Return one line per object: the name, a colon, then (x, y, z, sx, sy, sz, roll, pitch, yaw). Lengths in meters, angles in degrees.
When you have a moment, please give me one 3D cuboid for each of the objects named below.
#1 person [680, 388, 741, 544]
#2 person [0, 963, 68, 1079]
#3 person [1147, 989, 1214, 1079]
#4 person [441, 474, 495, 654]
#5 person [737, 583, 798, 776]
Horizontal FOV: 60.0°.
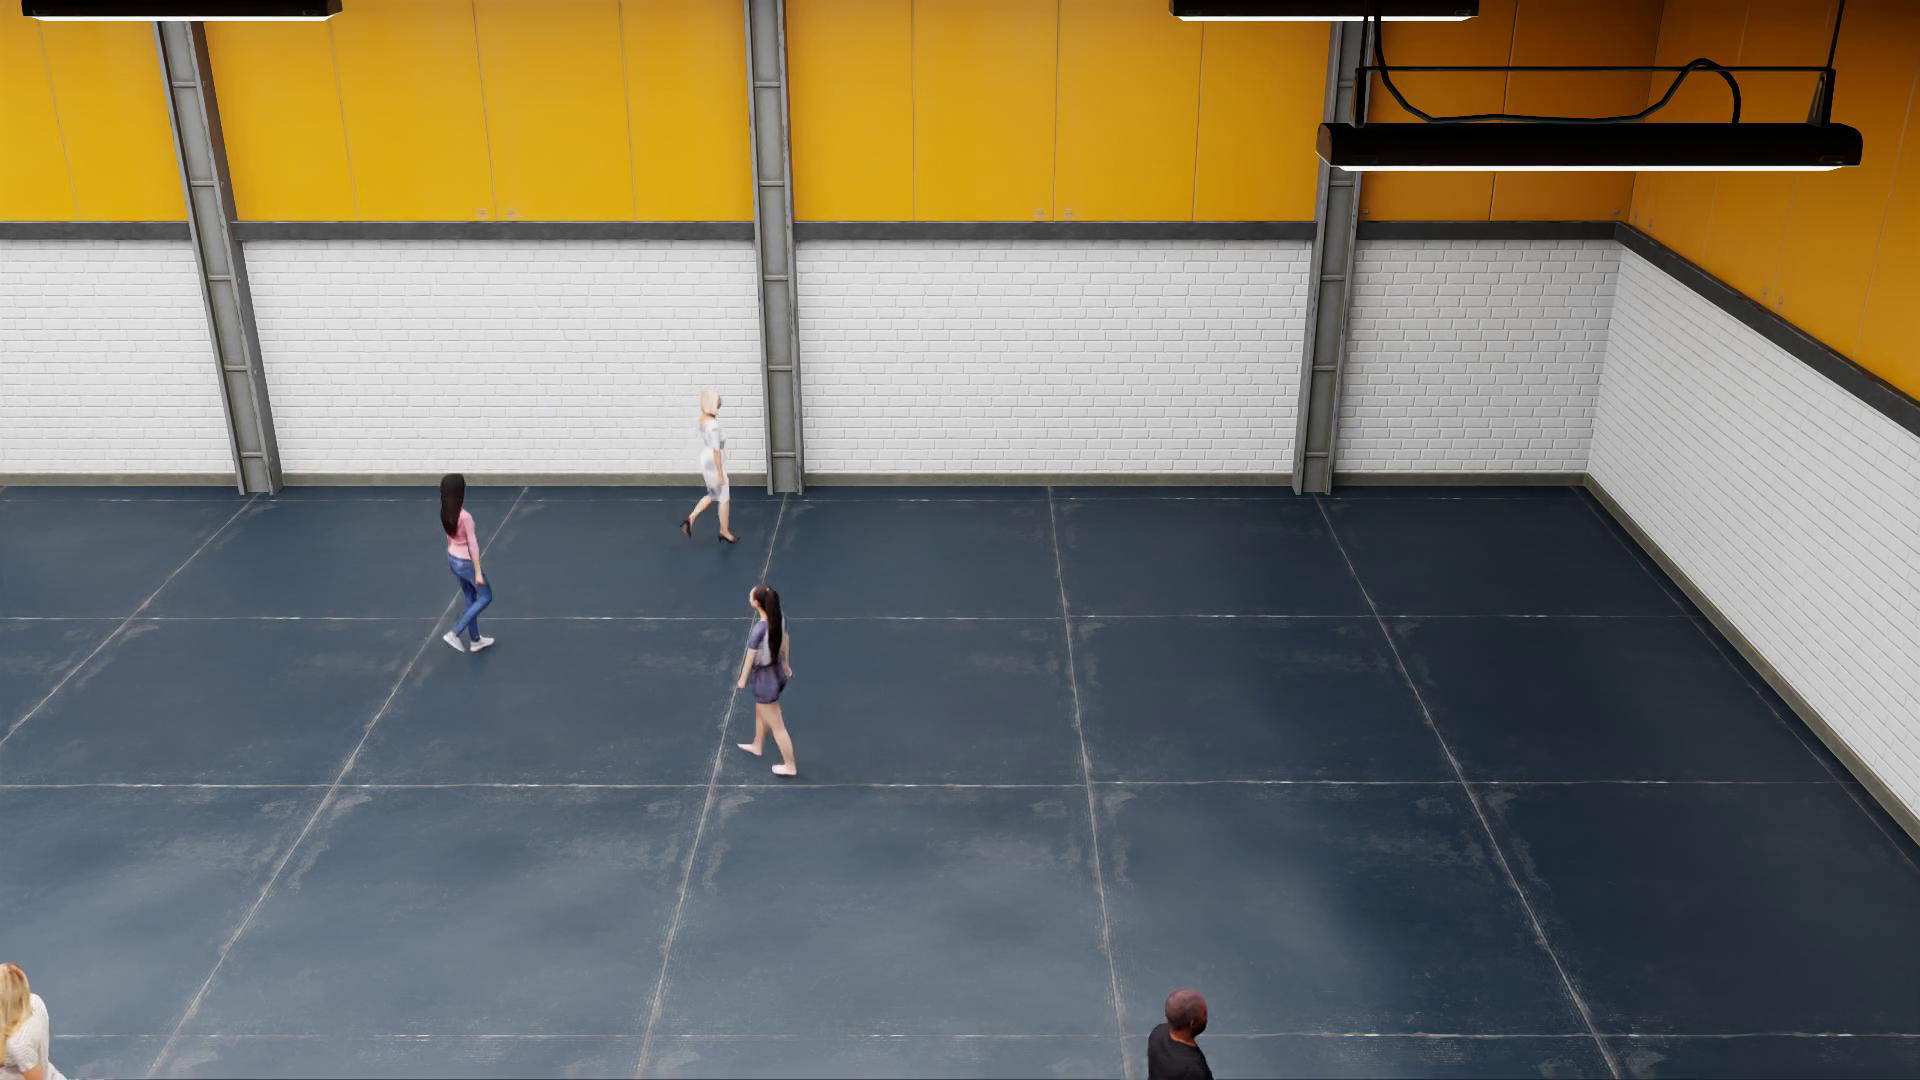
person: (-2.617, -0.734, 17.208, 0.965, 1.732, 0.818, -12, 26, -25)
person: (-4.704, 2.944, 8.719, 1.213, 1.792, 0.867, -8, 25, -18)
person: (1.004, 3.093, 8.420, 1.306, 1.760, 0.903, -6, 24, -14)
person: (-4.517, 0.245, 14.964, 0.824, 1.736, 0.877, 20, 31, 38)
person: (-1.426, 1.129, 13.076, 0.962, 1.627, 0.815, 10, 25, 21)
